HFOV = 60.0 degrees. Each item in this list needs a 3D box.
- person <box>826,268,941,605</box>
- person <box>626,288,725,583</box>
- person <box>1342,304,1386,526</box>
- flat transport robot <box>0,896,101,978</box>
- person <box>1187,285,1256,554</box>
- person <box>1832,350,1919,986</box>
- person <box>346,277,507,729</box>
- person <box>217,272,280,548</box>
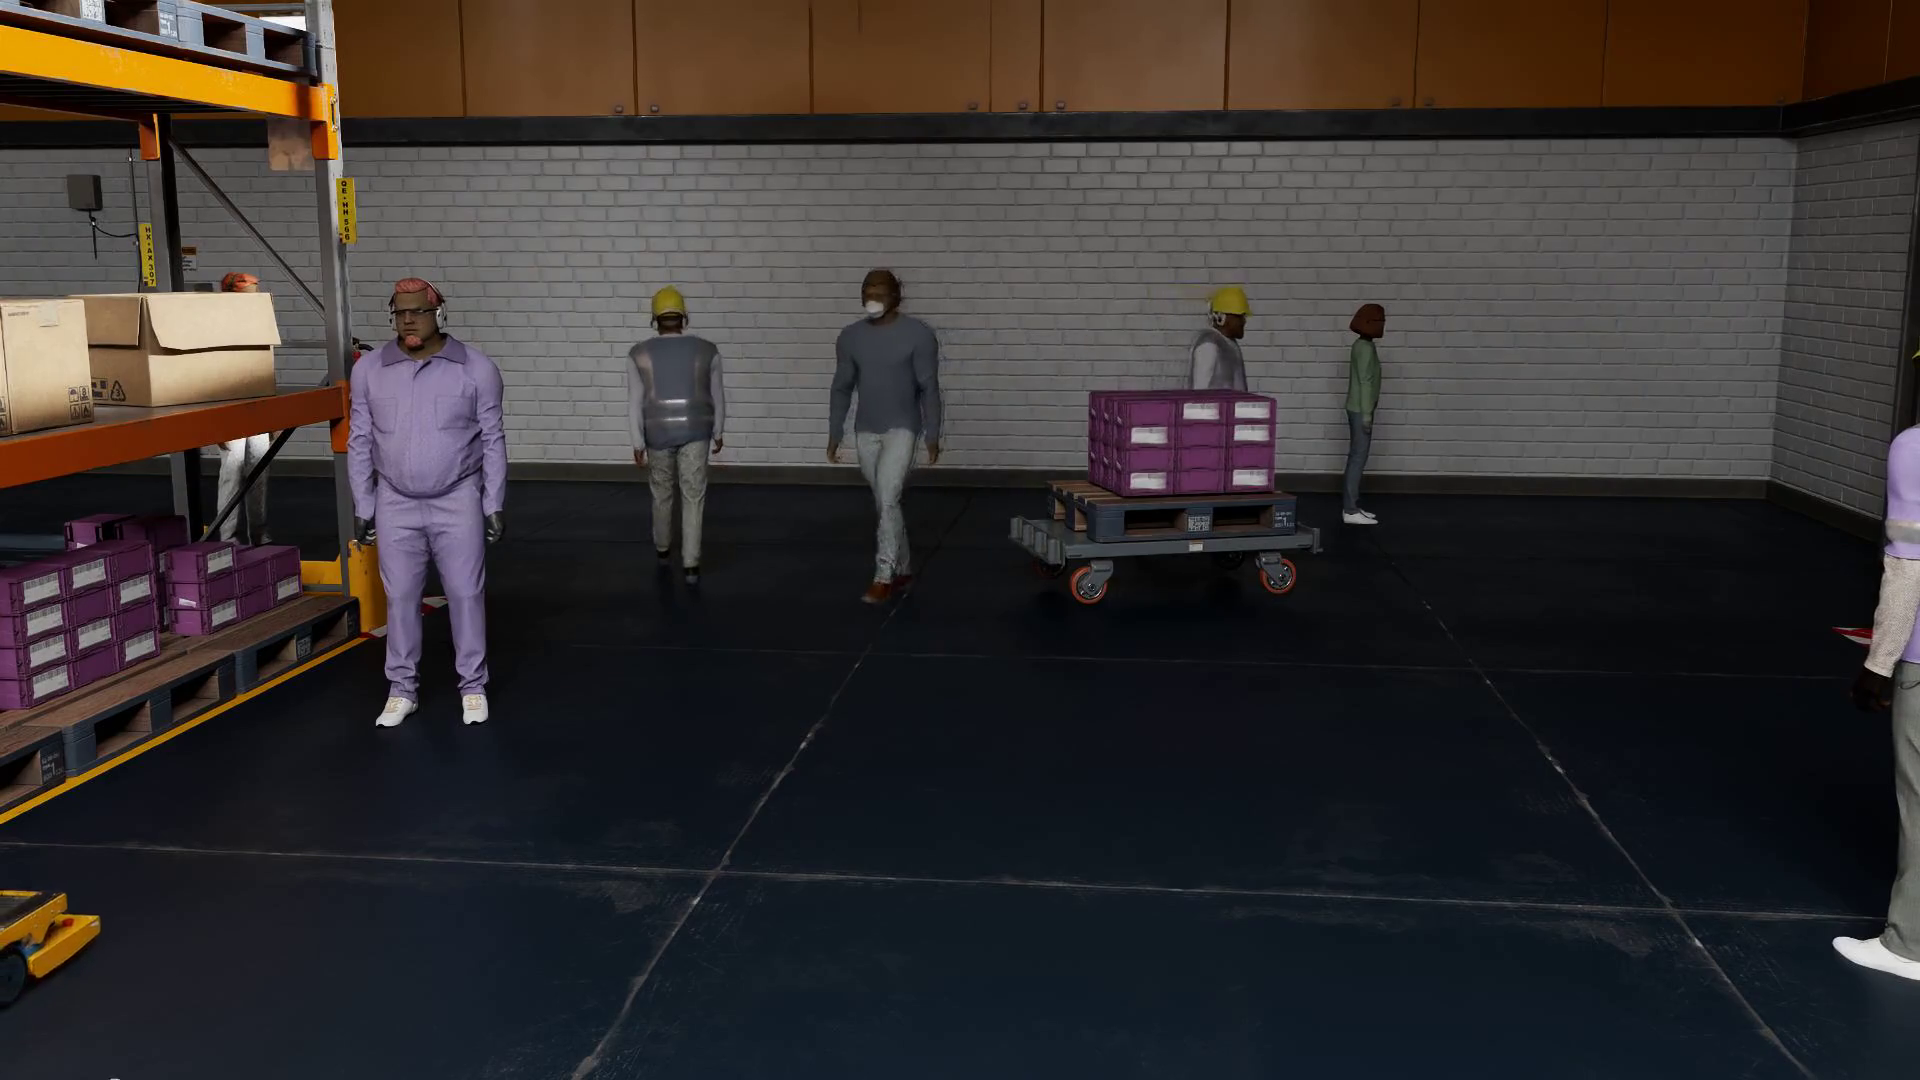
[{"bbox_3d":[-0.485,-0.587,9.538,0.651,1.905,0.819,5,11,27],"label":"person"},{"bbox_3d":[-1.758,-0.664,10.349,0.596,1.778,0.951,-2,10,-9],"label":"person"},{"bbox_3d":[2.996,-0.934,12.342,0.268,1.629,0.498,2,10,10],"label":"person"},{"bbox_3d":[-2.885,1.174,4.152,0.652,0.197,1.431,1,10,5],"label":"flat transport robot"},{"bbox_3d":[1.623,-0.793,11.068,0.742,1.797,0.625,5,11,25],"label":"person"},{"bbox_3d":[2.731,0.276,4.582,0.585,1.918,0.377,-3,10,-16],"label":"person"},{"bbox_3d":[-2.253,-0.148,7.043,0.651,1.906,0.403,-1,10,-7],"label":"person"},{"bbox_3d":[-4.608,-0.771,10.698,0.350,1.879,0.577,3,10,16],"label":"person"}]
